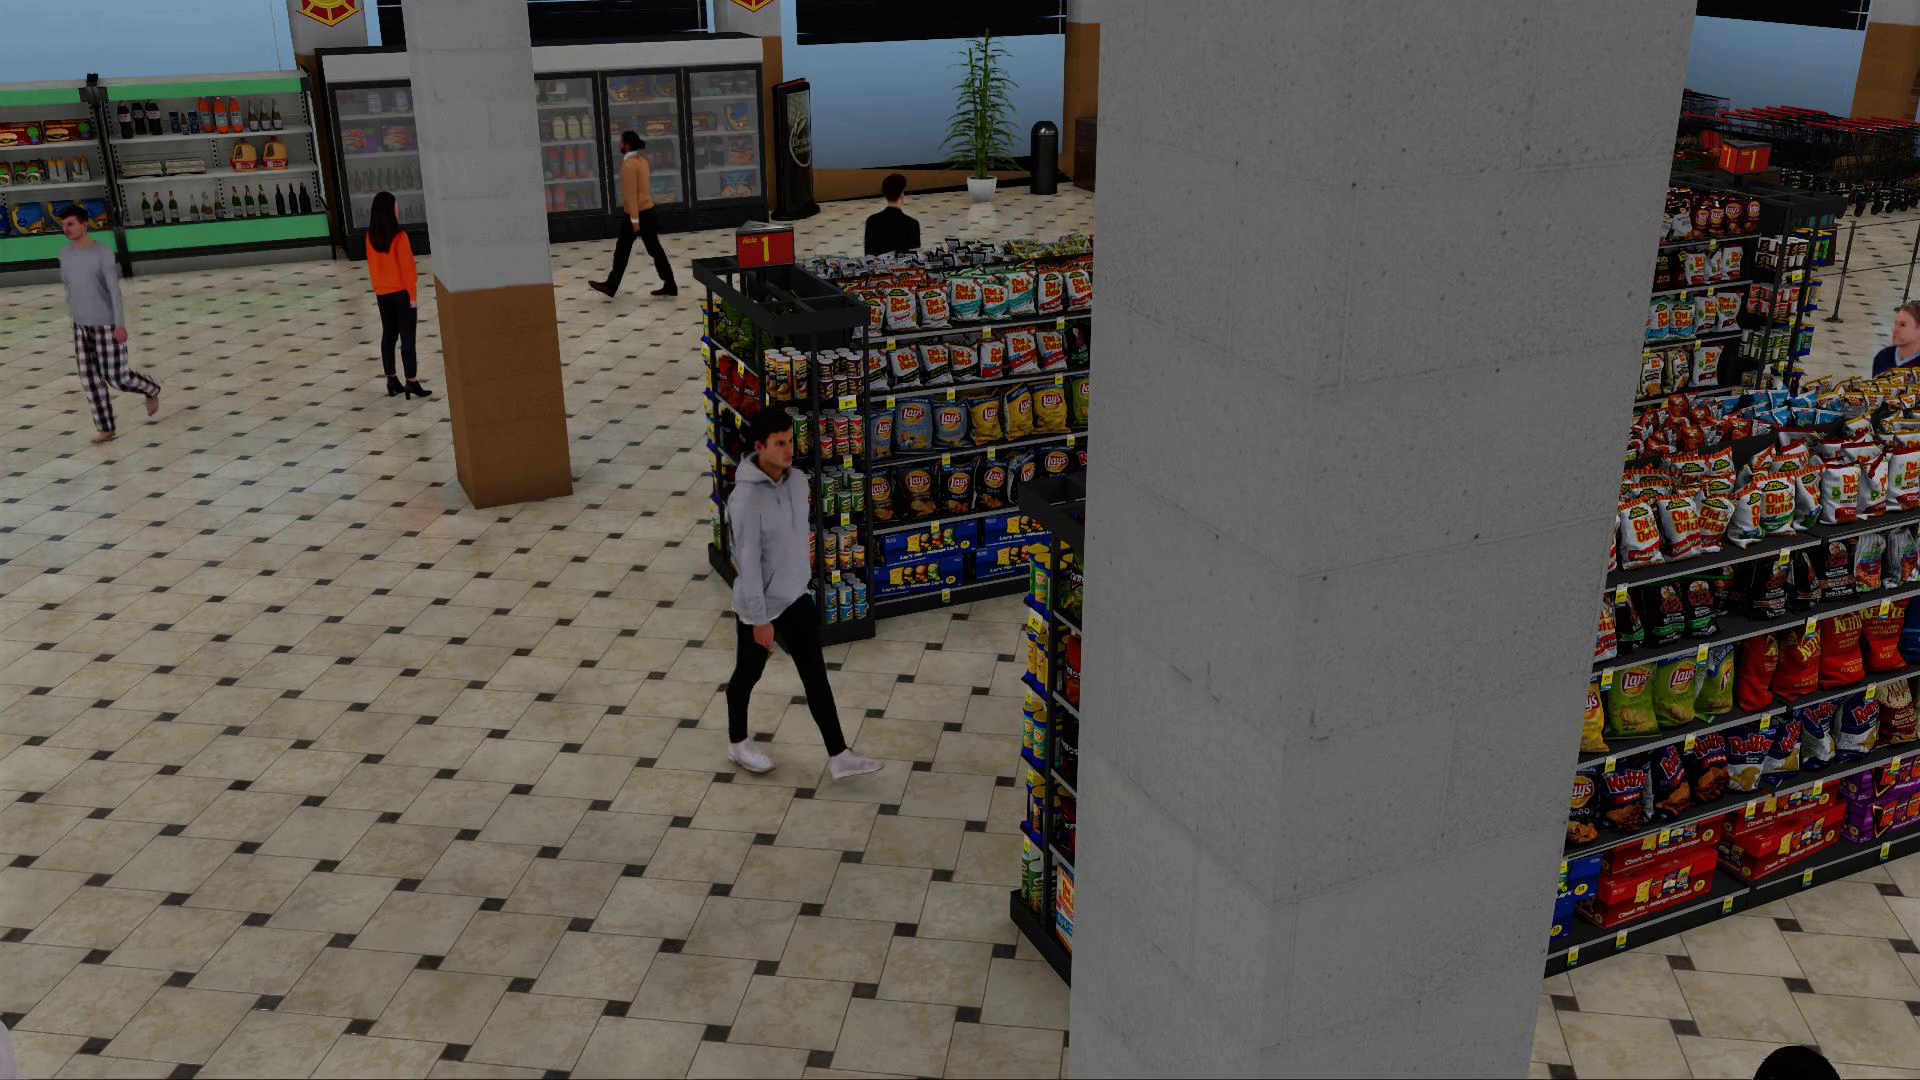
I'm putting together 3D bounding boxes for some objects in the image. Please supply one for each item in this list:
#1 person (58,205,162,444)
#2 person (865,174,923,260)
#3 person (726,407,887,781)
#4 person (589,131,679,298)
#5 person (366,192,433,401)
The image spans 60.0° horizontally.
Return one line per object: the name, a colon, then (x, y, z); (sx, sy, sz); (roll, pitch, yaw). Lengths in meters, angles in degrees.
person: (-6.692, -1.708, 13.019); (0.977, 1.831, 0.980); (4, 22, 9)
person: (-0.579, -2.078, 13.876); (1.043, 1.879, 1.117); (9, 24, 21)
person: (-0.983, 0.270, 8.016); (1.104, 1.891, 1.167); (15, 26, 33)
person: (-3.241, -3.310, 17.177); (1.257, 1.704, 1.120); (5, 22, 11)
person: (-4.756, -2.057, 13.997); (0.706, 1.748, 0.731); (13, 25, 28)
